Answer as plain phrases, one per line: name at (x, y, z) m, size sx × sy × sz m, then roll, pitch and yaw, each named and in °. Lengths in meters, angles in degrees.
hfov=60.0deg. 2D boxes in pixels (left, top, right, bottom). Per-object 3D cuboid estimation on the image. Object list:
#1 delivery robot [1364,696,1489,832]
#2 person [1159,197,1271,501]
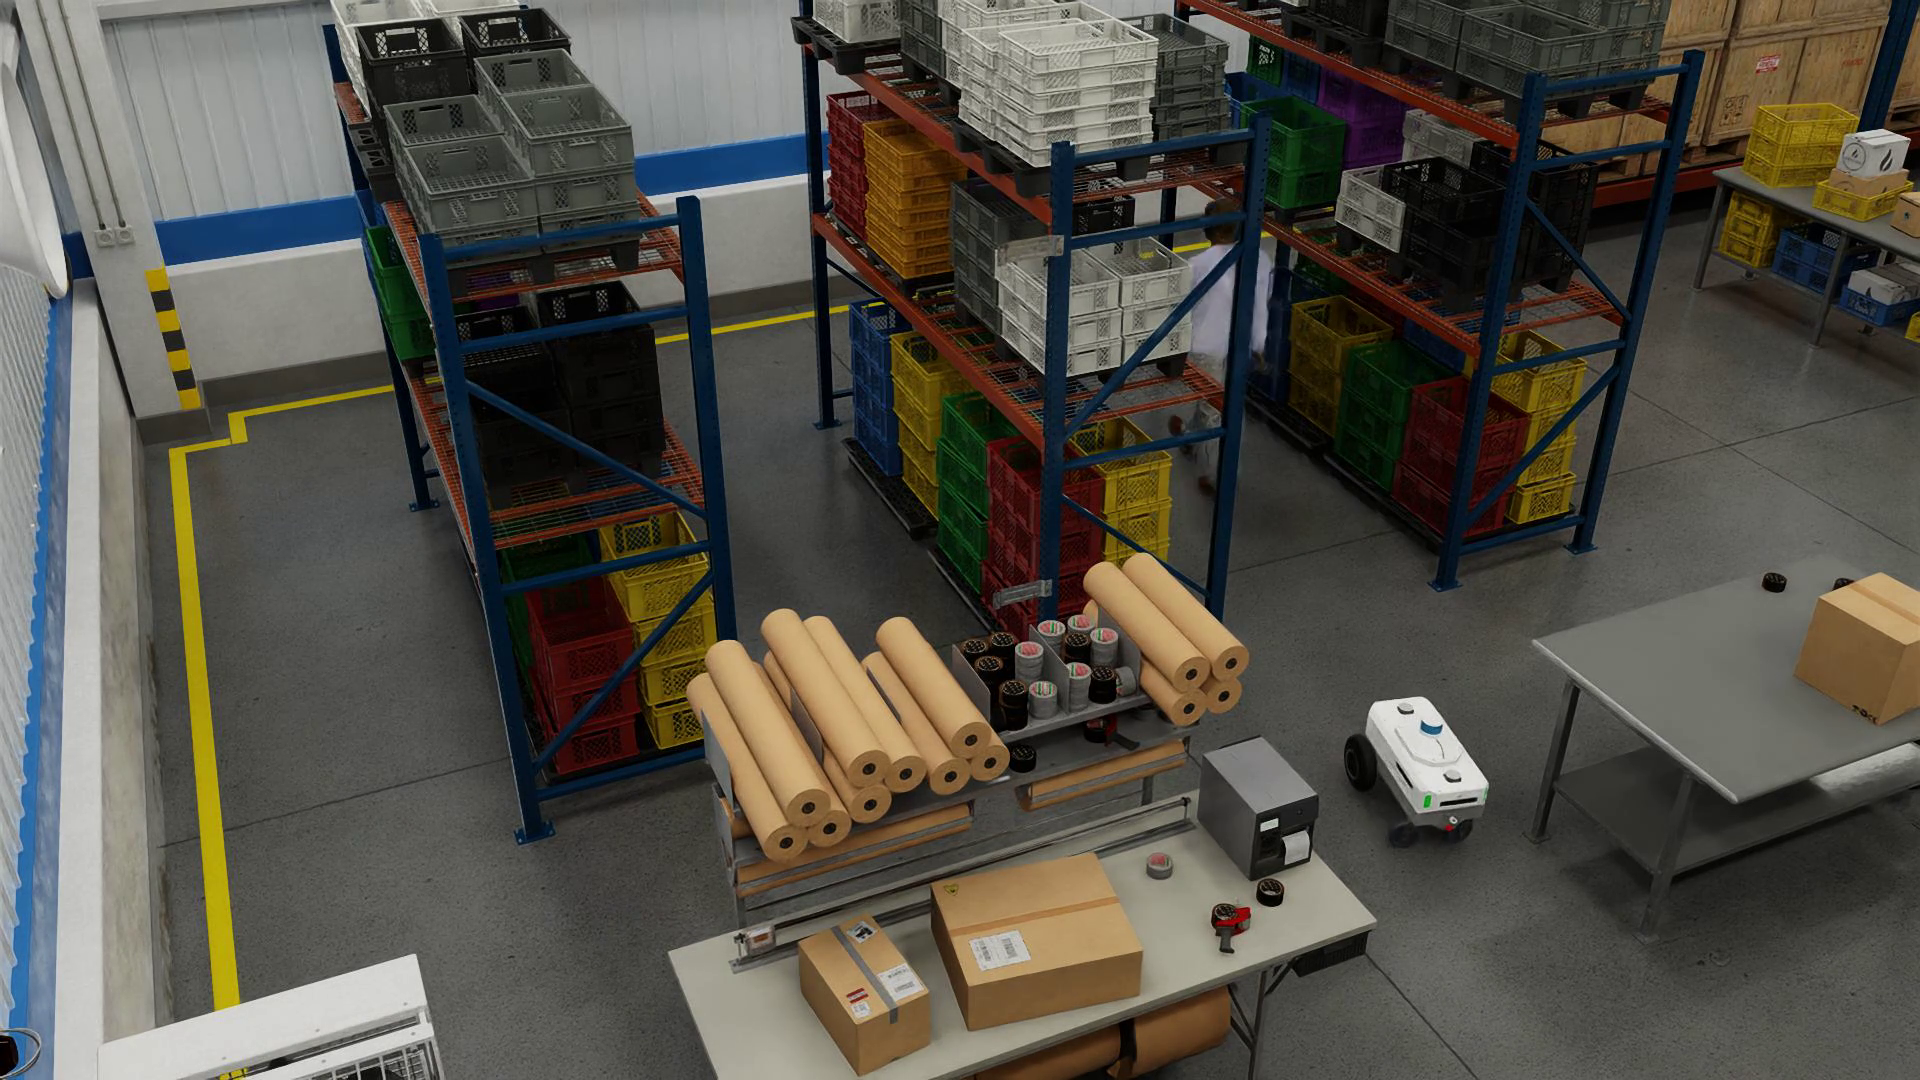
delivery robot at (2.209, 1.042, 7.896) m, size 0.477 × 0.478 × 0.707 m, roll -6°, pitch 32°, yaw -10°
person at (1.526, -1.244, 10.425) m, size 0.658 × 1.890 × 0.990 m, roll -14°, pitch 34°, yaw -21°
